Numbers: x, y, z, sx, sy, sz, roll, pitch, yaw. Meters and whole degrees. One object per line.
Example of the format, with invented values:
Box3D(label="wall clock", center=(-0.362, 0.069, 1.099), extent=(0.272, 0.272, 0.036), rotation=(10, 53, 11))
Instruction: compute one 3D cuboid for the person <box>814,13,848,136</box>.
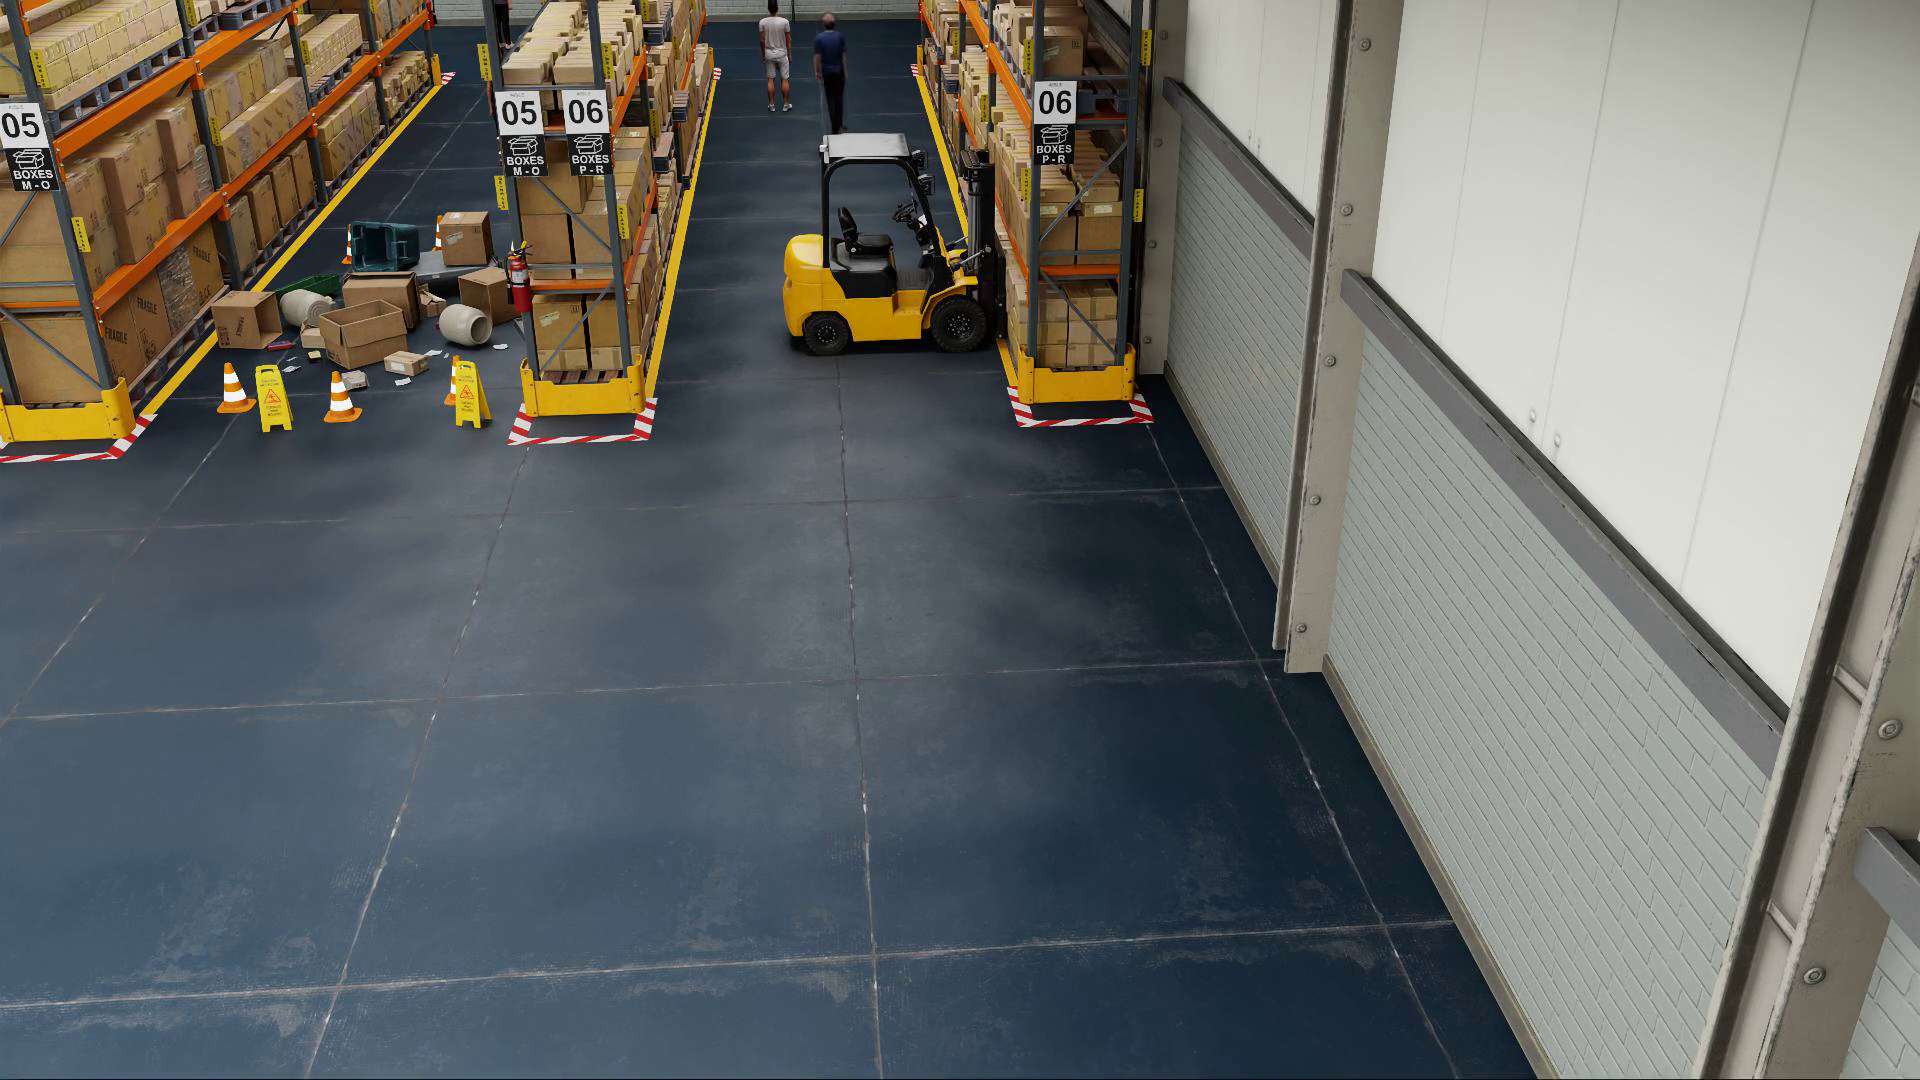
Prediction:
Box3D(label="person", center=(-2.012, -7.410, 26.575), extent=(0.766, 1.836, 1.041), rotation=(-5, 28, -10))

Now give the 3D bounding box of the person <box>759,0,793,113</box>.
Box3D(label="person", center=(-3.105, -8.192, 28.068), extent=(0.684, 1.858, 0.585), rotation=(-1, 27, -2))

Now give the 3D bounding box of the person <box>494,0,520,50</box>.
Box3D(label="person", center=(-9.116, -10.662, 32.971), extent=(0.720, 1.760, 0.765), rotation=(19, 33, 32))
